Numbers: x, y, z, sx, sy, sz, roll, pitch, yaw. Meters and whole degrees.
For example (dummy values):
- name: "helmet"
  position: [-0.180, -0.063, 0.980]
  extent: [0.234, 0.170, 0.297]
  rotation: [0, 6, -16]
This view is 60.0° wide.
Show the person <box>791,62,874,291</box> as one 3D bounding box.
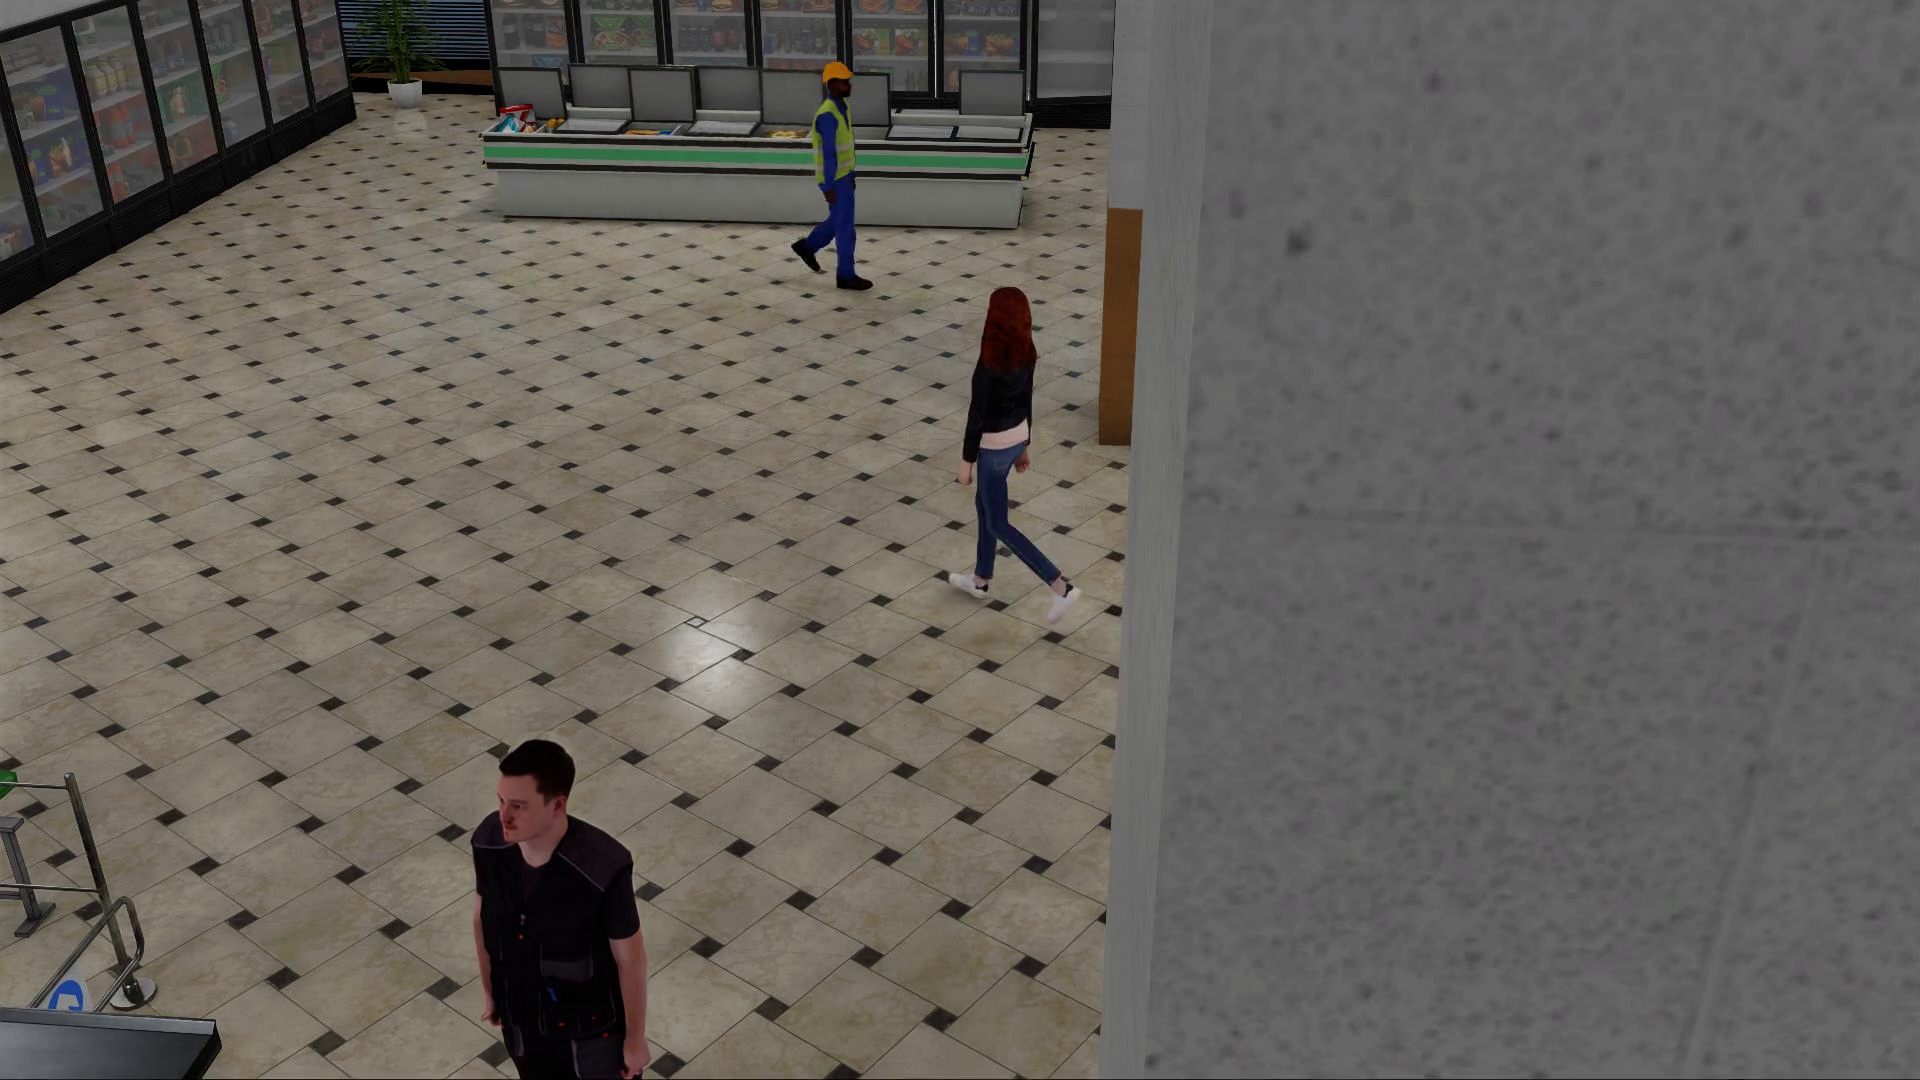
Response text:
- name: "person"
  position: [-1.059, -2.902, 13.293]
  extent: [0.986, 1.799, 0.733]
  rotation: [6, 27, 11]

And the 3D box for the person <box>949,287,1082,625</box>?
- name: "person"
  position: [0.270, -0.376, 8.359]
  extent: [1.193, 1.757, 0.993]
  rotation: [20, 33, 34]

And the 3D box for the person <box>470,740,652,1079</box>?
- name: "person"
  position: [-1.131, 1.366, 4.826]
  extent: [0.667, 1.845, 0.854]
  rotation: [12, 29, 22]
